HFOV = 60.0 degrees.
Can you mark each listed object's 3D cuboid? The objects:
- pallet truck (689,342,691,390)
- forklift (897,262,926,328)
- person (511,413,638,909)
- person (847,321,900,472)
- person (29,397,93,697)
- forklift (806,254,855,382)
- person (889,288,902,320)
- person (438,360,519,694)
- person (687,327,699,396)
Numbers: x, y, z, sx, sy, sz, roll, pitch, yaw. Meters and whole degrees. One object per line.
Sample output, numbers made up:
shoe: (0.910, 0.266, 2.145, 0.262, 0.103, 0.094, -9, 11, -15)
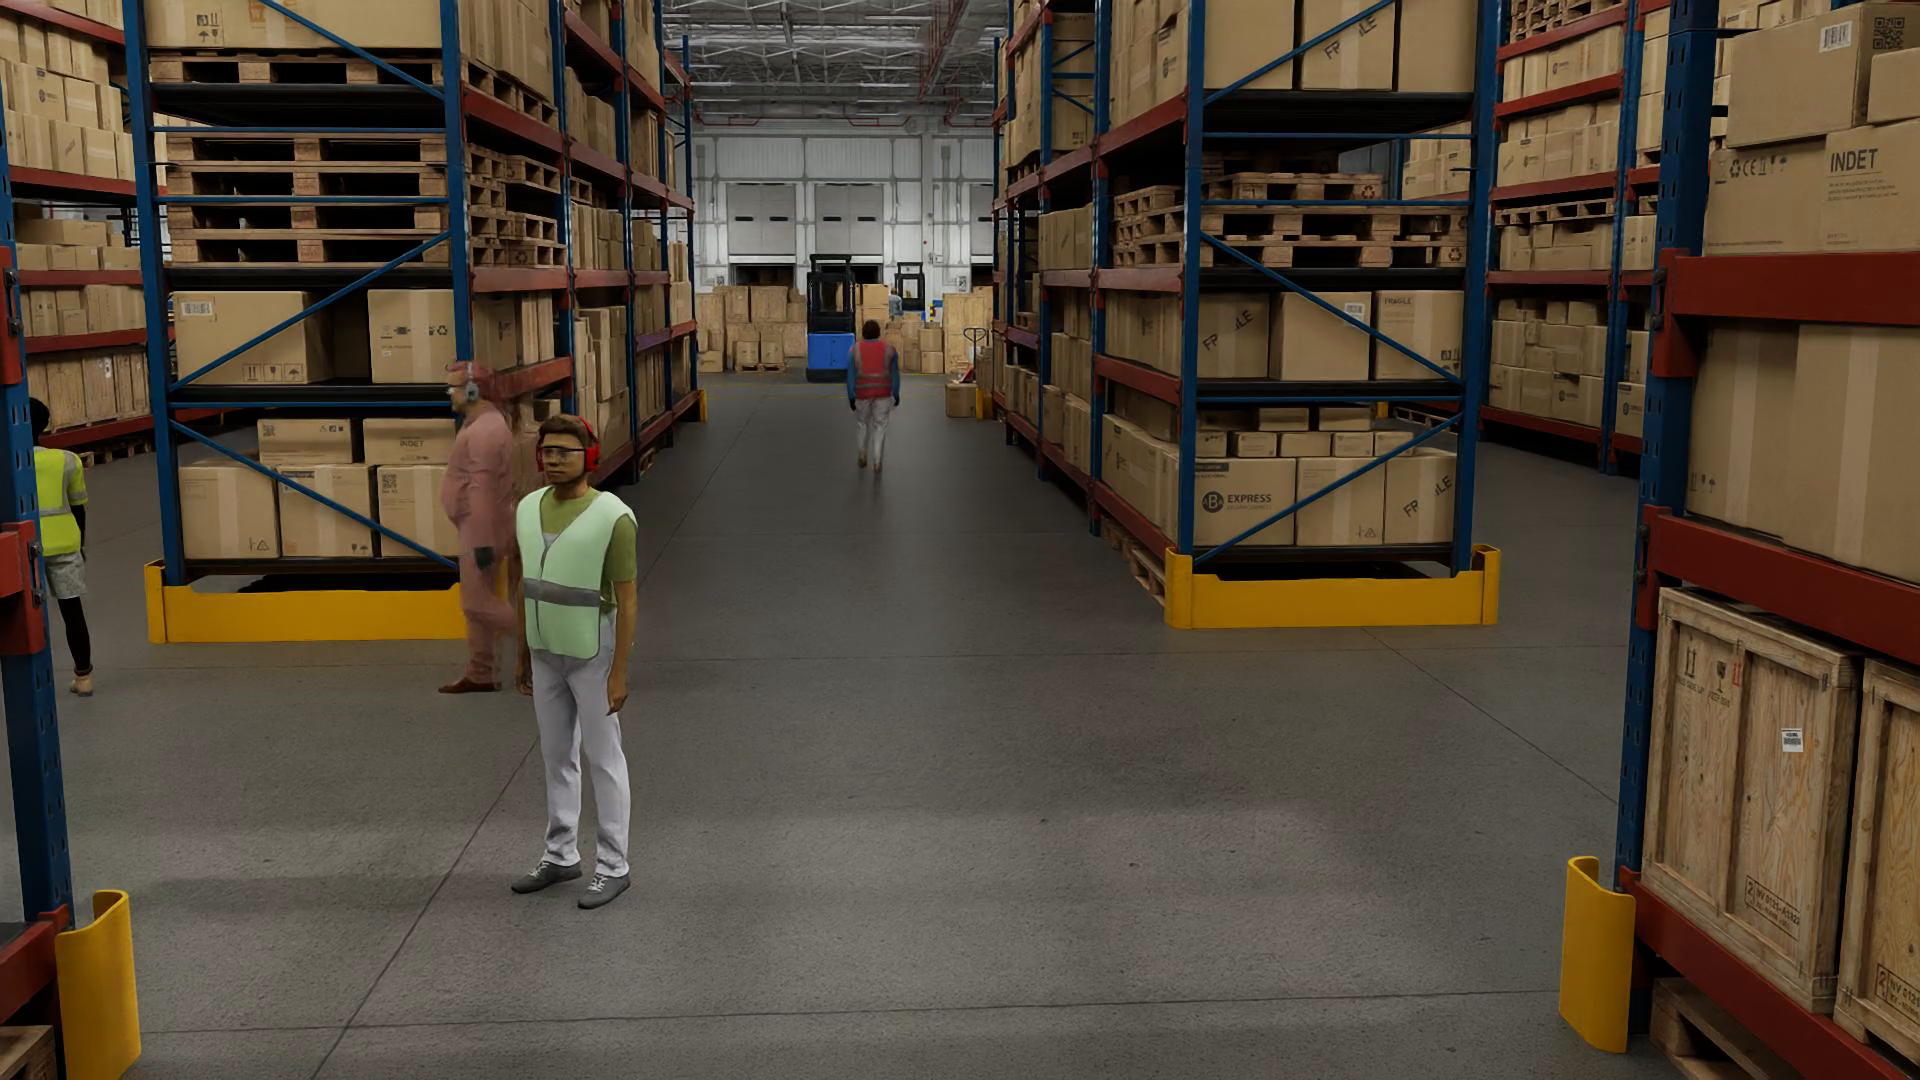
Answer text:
pallet truck: (-5.225, -3.008, 27.480, 1.885, 1.965, 0.823, 2, 9, 14)
forklift: (-1.780, -8.547, 59.499, 1.129, 2.768, 1.873, -1, 9, -4)
person: (-1.442, 0.443, 6.271, 0.565, 1.850, 0.390, 5, 10, 30)
person: (-1.051, -1.759, 20.235, 0.645, 1.798, 0.915, -1, 9, -3)
person: (-5.055, 0.063, 9.135, 0.321, 1.696, 0.537, 7, 12, 39)
forklift: (-2.853, -4.941, 36.855, 1.129, 2.768, 1.873, -1, 9, -4)
person: (-2.311, -7.827, 57.979, 0.636, 1.928, 0.385, 3, 10, 19)
person: (-2.592, -0.053, 9.266, 0.622, 1.895, 0.646, -2, 9, -13)
person: (-5.294, -3.650, 32.447, 0.540, 1.696, 0.317, 6, 11, 33)
